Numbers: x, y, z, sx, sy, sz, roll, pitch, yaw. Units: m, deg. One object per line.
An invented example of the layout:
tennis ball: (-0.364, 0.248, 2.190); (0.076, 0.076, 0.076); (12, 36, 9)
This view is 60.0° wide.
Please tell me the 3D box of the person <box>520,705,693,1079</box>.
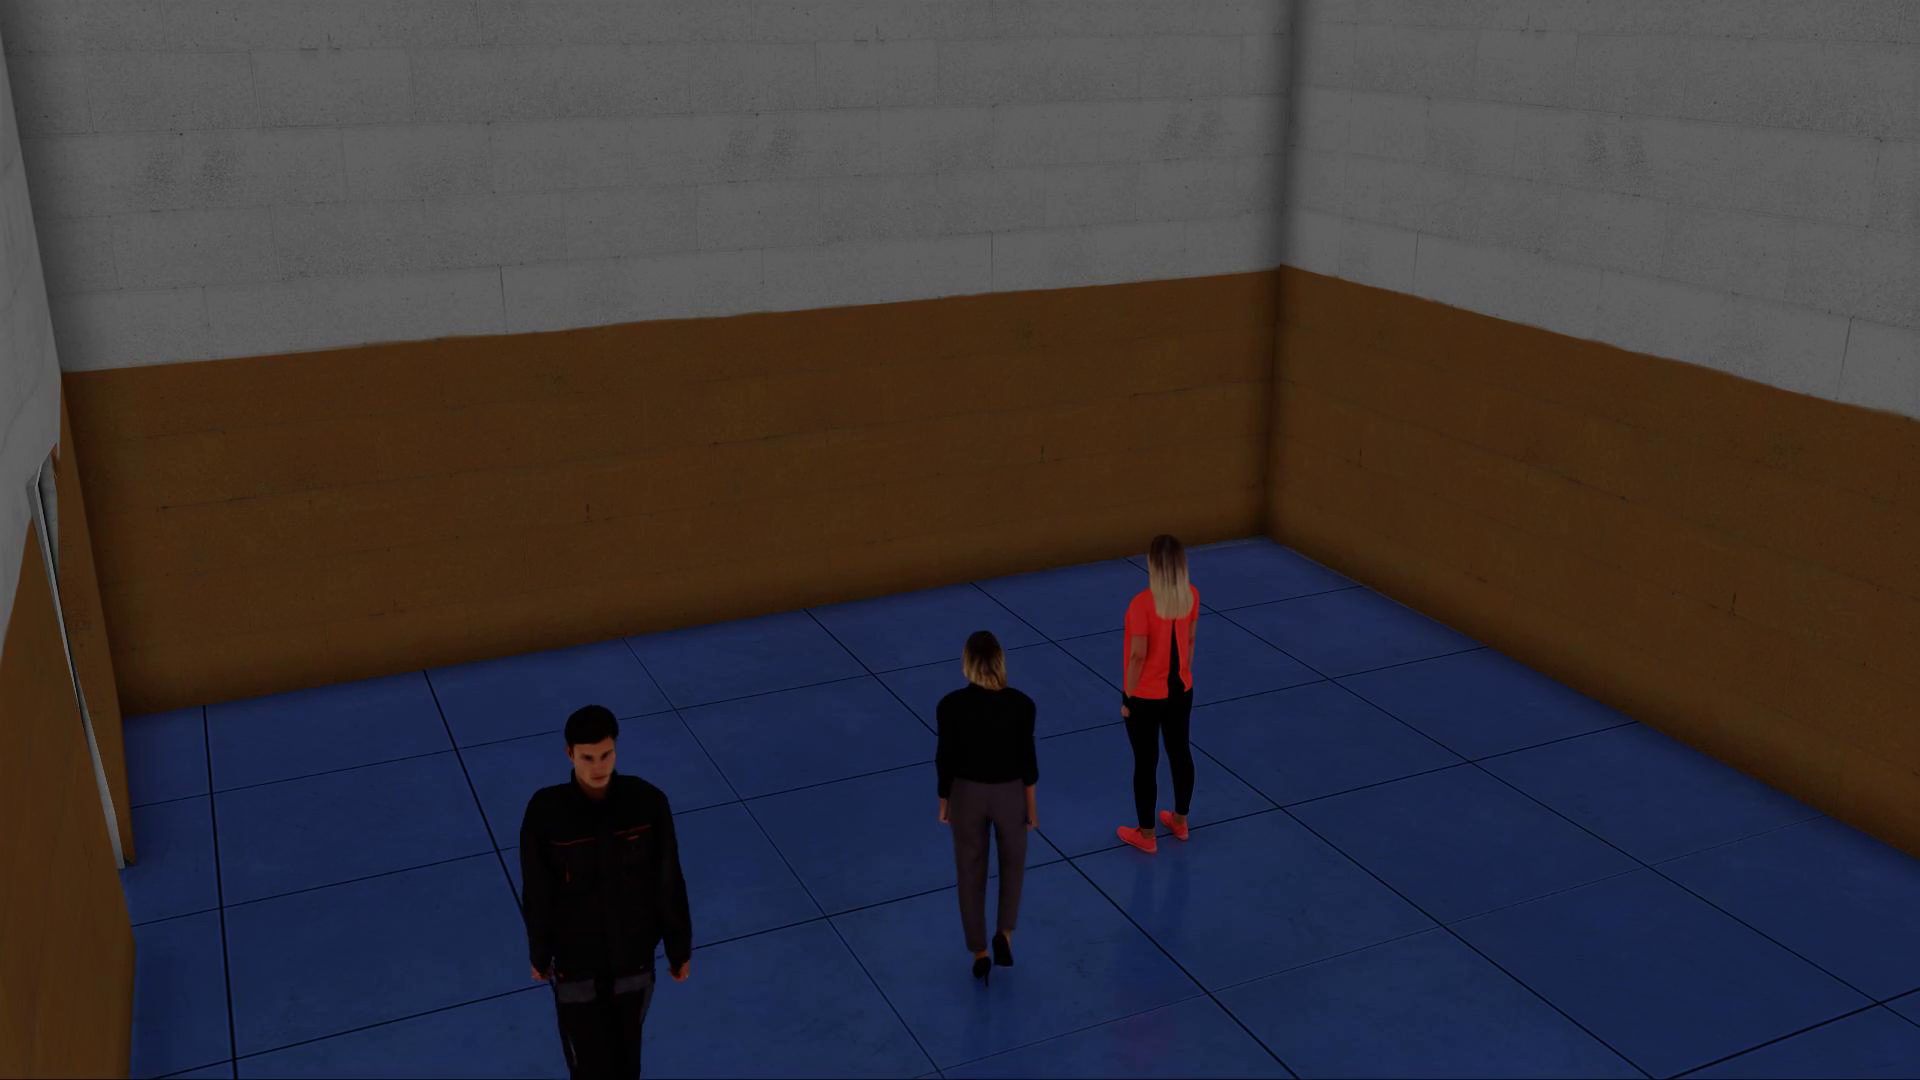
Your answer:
person: (-1.340, 1.463, 6.190); (0.959, 1.912, 0.772); (-8, 20, -24)

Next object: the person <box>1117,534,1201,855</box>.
person: (1.031, 0.782, 8.552); (0.507, 1.693, 0.681); (-12, 22, -31)

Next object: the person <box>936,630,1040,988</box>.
person: (0.128, 1.227, 7.289); (0.644, 1.658, 0.756); (-1, 19, -2)
